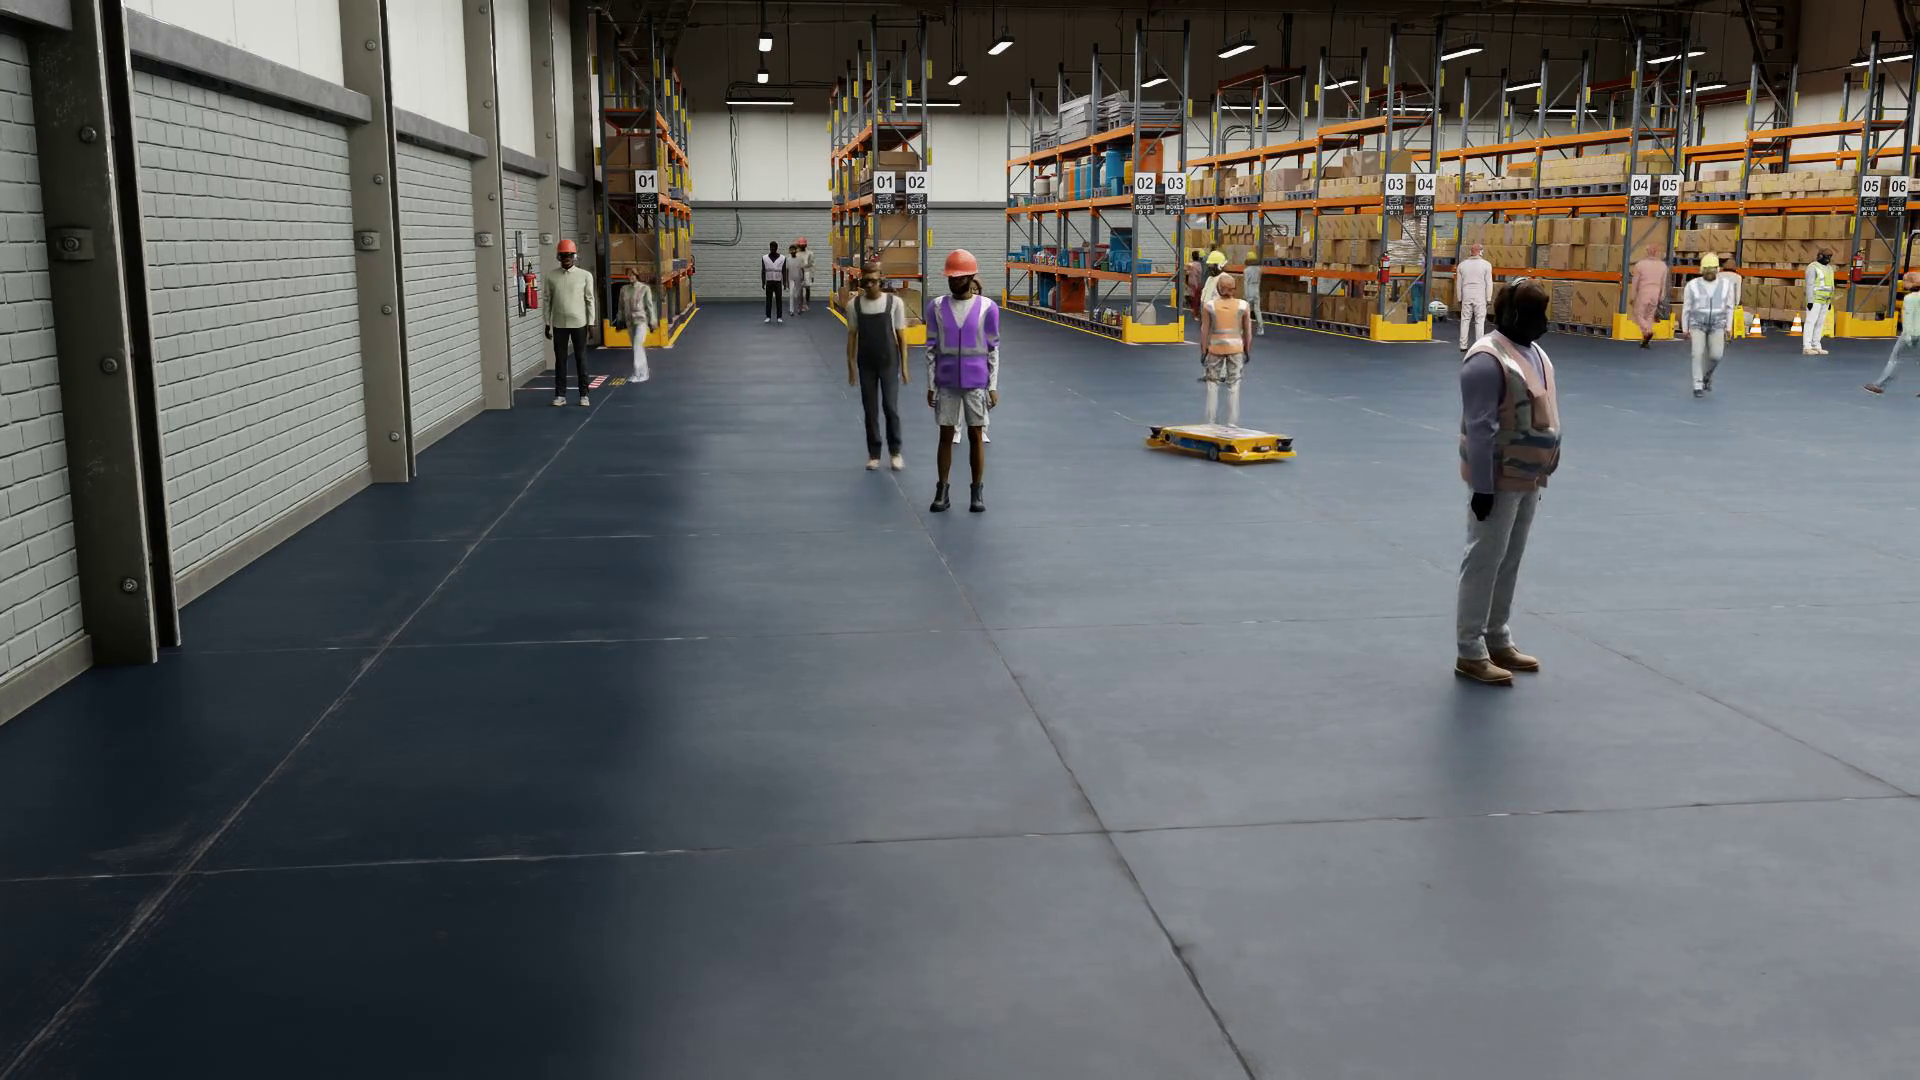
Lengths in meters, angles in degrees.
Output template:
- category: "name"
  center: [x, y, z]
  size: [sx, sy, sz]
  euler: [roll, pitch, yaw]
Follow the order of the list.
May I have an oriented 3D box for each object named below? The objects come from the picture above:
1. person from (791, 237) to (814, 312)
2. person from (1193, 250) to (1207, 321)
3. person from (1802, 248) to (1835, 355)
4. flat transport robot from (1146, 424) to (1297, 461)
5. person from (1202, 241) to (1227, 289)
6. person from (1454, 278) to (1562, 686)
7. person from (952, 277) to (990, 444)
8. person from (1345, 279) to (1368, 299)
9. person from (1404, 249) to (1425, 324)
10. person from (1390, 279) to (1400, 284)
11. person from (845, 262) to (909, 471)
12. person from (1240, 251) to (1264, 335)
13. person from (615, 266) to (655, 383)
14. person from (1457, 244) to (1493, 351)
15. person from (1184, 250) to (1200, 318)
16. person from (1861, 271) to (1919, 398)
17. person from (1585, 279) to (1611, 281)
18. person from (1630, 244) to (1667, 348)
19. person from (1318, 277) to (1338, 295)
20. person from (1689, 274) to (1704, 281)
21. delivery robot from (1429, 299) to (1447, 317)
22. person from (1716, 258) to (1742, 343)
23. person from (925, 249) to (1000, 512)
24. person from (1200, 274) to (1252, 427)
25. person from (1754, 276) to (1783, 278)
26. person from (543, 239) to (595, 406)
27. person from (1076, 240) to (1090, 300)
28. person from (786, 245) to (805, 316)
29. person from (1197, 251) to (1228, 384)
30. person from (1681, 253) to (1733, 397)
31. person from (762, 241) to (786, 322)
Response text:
- category: "person"
  center: [-4.206, -7.095, 44.567]
  size: [0.618, 2.009, 0.849]
  euler: [-2, 10, -8]
- category: "person"
  center: [5.813, -6.096, 39.933]
  size: [0.511, 1.712, 0.917]
  euler: [-1, 10, -3]
- category: "person"
  center: [14.846, -4.116, 28.724]
  size: [0.621, 1.838, 0.429]
  euler: [-6, 12, -31]
- category: "flat transport robot"
  center: [2.416, -0.919, 15.484]
  size: [0.652, 0.197, 1.431]
  euler: [-6, 12, -29]
- category: "person"
  center: [5.793, -5.833, 37.910]
  size: [0.647, 1.923, 0.477]
  euler: [-2, 11, -13]
- category: "person"
  center: [2.517, -0.271, 7.626]
  size: [0.429, 1.842, 0.630]
  euler: [9, 14, 40]
- category: "person"
  center: [0.108, -1.768, 16.389]
  size: [0.511, 1.640, 0.308]
  euler: [-2, 10, -9]
- category: "person"
  center: [10.312, -6.797, 43.217]
  size: [0.643, 1.911, 0.411]
  euler: [-1, 10, -5]
- category: "person"
  center: [10.721, -6.004, 39.071]
  size: [0.596, 1.826, 0.642]
  euler: [-1, 10, -4]
- category: "person"
  center: [12.805, -7.753, 48.606]
  size: [0.512, 1.860, 0.331]
  euler: [-1, 10, -6]
- category: "person"
  center: [-0.718, -1.488, 14.391]
  size: [0.543, 1.812, 0.480]
  euler: [1, 10, 5]
- category: "person"
  center: [6.045, -5.099, 34.454]
  size: [0.493, 1.751, 0.515]
  euler: [-6, 12, -29]
- category: "person"
  center: [-4.551, -2.980, 23.104]
  size: [0.513, 1.610, 0.746]
  euler: [6, 12, 30]
- category: "person"
  center: [9.103, -4.274, 29.400]
  size: [0.642, 1.907, 0.410]
  euler: [8, 13, 36]
- category: "person"
  center: [5.867, -6.398, 41.638]
  size: [0.554, 1.680, 0.370]
  euler: [-4, 11, -22]
- category: "person"
  center: [12.010, -2.598, 21.085]
  size: [0.517, 1.588, 0.865]
  euler: [-7, 12, -33]
- category: "person"
  center: [15.666, -6.419, 40.846]
  size: [0.647, 2.029, 0.410]
  euler: [2, 11, 13]
- category: "person"
  center: [12.529, -4.423, 30.250]
  size: [0.643, 1.896, 0.578]
  euler: [-1, 10, -8]
- category: "person"
  center: [10.940, -8.001, 49.836]
  size: [0.957, 1.896, 0.656]
  euler: [0, 10, 0]
- category: "person"
  center: [19.575, -6.947, 43.900]
  size: [0.624, 1.973, 0.790]
  euler: [-2, 10, -9]
- category: "delivery robot"
  center: [11.339, -5.509, 39.613]
  size: [0.477, 0.478, 0.707]
  euler: [-1, 10, -4]
- category: "person"
  center: [14.604, -4.555, 31.720]
  size: [0.535, 1.618, 0.562]
  euler: [7, 12, 33]
- category: "person"
  center: [0.015, -1.163, 12.262]
  size: [0.547, 1.934, 0.376]
  euler: [1, 10, 7]
- category: "person"
  center: [2.777, -1.950, 17.395]
  size: [0.523, 1.640, 0.324]
  euler: [2, 10, 9]
- category: "person"
  center: [19.294, -6.206, 39.618]
  size: [0.688, 2.000, 0.536]
  euler: [2, 11, 11]
- category: "person"
  center: [-4.698, -2.604, 19.986]
  size: [0.622, 1.996, 0.370]
  euler: [0, 10, 0]
- category: "person"
  center: [3.521, -7.383, 46.352]
  size: [0.634, 1.936, 0.351]
  euler: [-3, 11, -14]
- category: "person"
  center: [-4.234, -6.691, 42.857]
  size: [0.523, 1.833, 0.938]
  euler: [0, 10, 1]
- category: "person"
  center: [3.520, -3.062, 22.956]
  size: [0.403, 1.830, 0.595]
  euler: [-3, 11, -18]
- category: "person"
  center: [9.451, -2.713, 21.056]
  size: [0.614, 1.821, 0.427]
  euler: [3, 11, 15]
- category: "person"
  center: [-4.423, -6.133, 39.568]
  size: [0.588, 1.914, 0.392]
  euler: [0, 10, -2]
